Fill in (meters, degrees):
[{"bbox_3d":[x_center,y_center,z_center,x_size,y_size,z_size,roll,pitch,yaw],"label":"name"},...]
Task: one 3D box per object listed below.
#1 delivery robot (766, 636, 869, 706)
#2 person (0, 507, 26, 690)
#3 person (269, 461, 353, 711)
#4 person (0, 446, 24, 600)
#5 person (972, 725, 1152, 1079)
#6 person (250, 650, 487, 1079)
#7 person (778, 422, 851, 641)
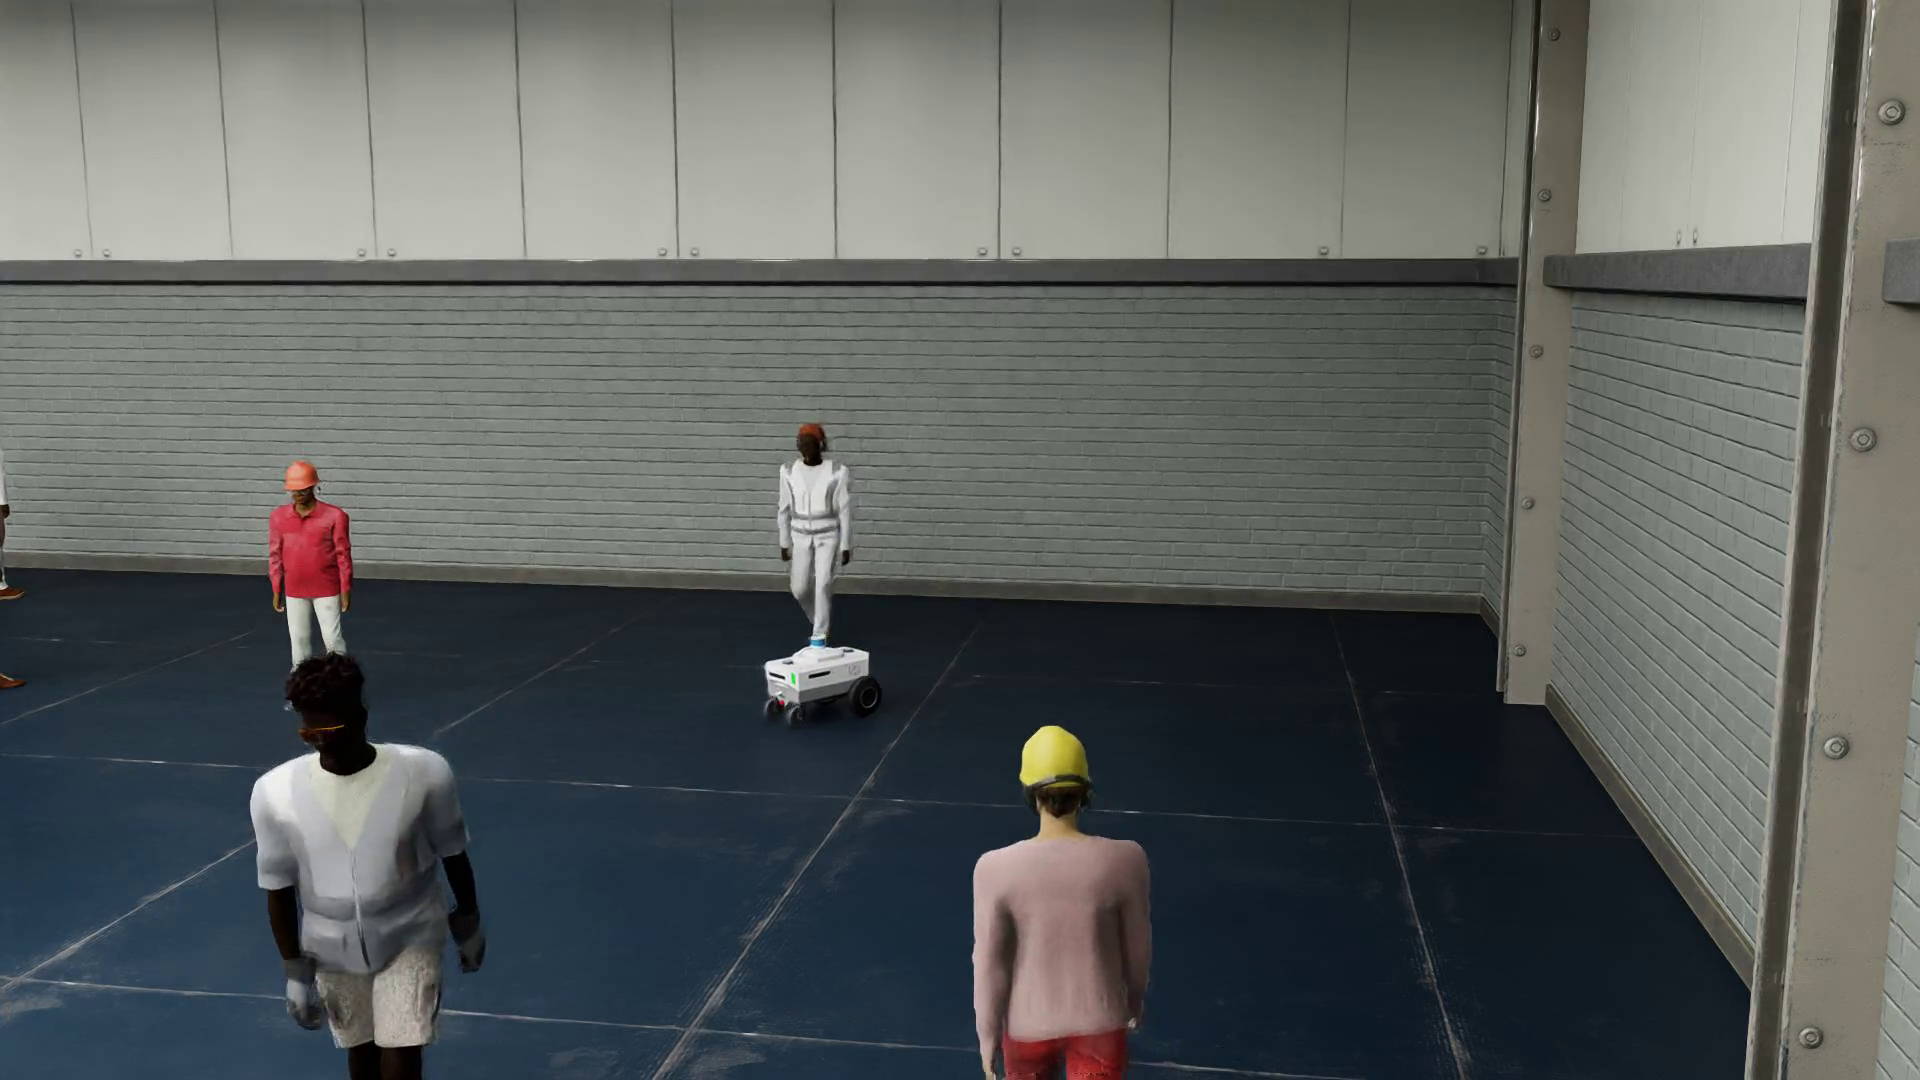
[{"bbox_3d":[-0.961,0.893,11.272,0.707,0.478,0.477,-9,13,-42],"label":"delivery robot"},{"bbox_3d":[-7.120,0.141,12.040,0.652,1.906,0.409,6,11,34],"label":"person"},{"bbox_3d":[-4.473,0.319,11.446,0.571,1.743,0.353,0,9,1],"label":"person"},{"bbox_3d":[-8.986,-0.382,15.333,0.584,1.882,0.337,5,10,27],"label":"person"},{"bbox_3d":[0.301,1.400,4.855,0.530,1.721,0.901,0,9,1],"label":"person"},{"bbox_3d":[-1.837,1.241,5.265,0.632,1.915,0.872,-1,9,-8],"label":"person"},{"bbox_3d":[-1.120,-0.003,13.040,0.589,1.867,0.561,2,9,11],"label":"person"}]
